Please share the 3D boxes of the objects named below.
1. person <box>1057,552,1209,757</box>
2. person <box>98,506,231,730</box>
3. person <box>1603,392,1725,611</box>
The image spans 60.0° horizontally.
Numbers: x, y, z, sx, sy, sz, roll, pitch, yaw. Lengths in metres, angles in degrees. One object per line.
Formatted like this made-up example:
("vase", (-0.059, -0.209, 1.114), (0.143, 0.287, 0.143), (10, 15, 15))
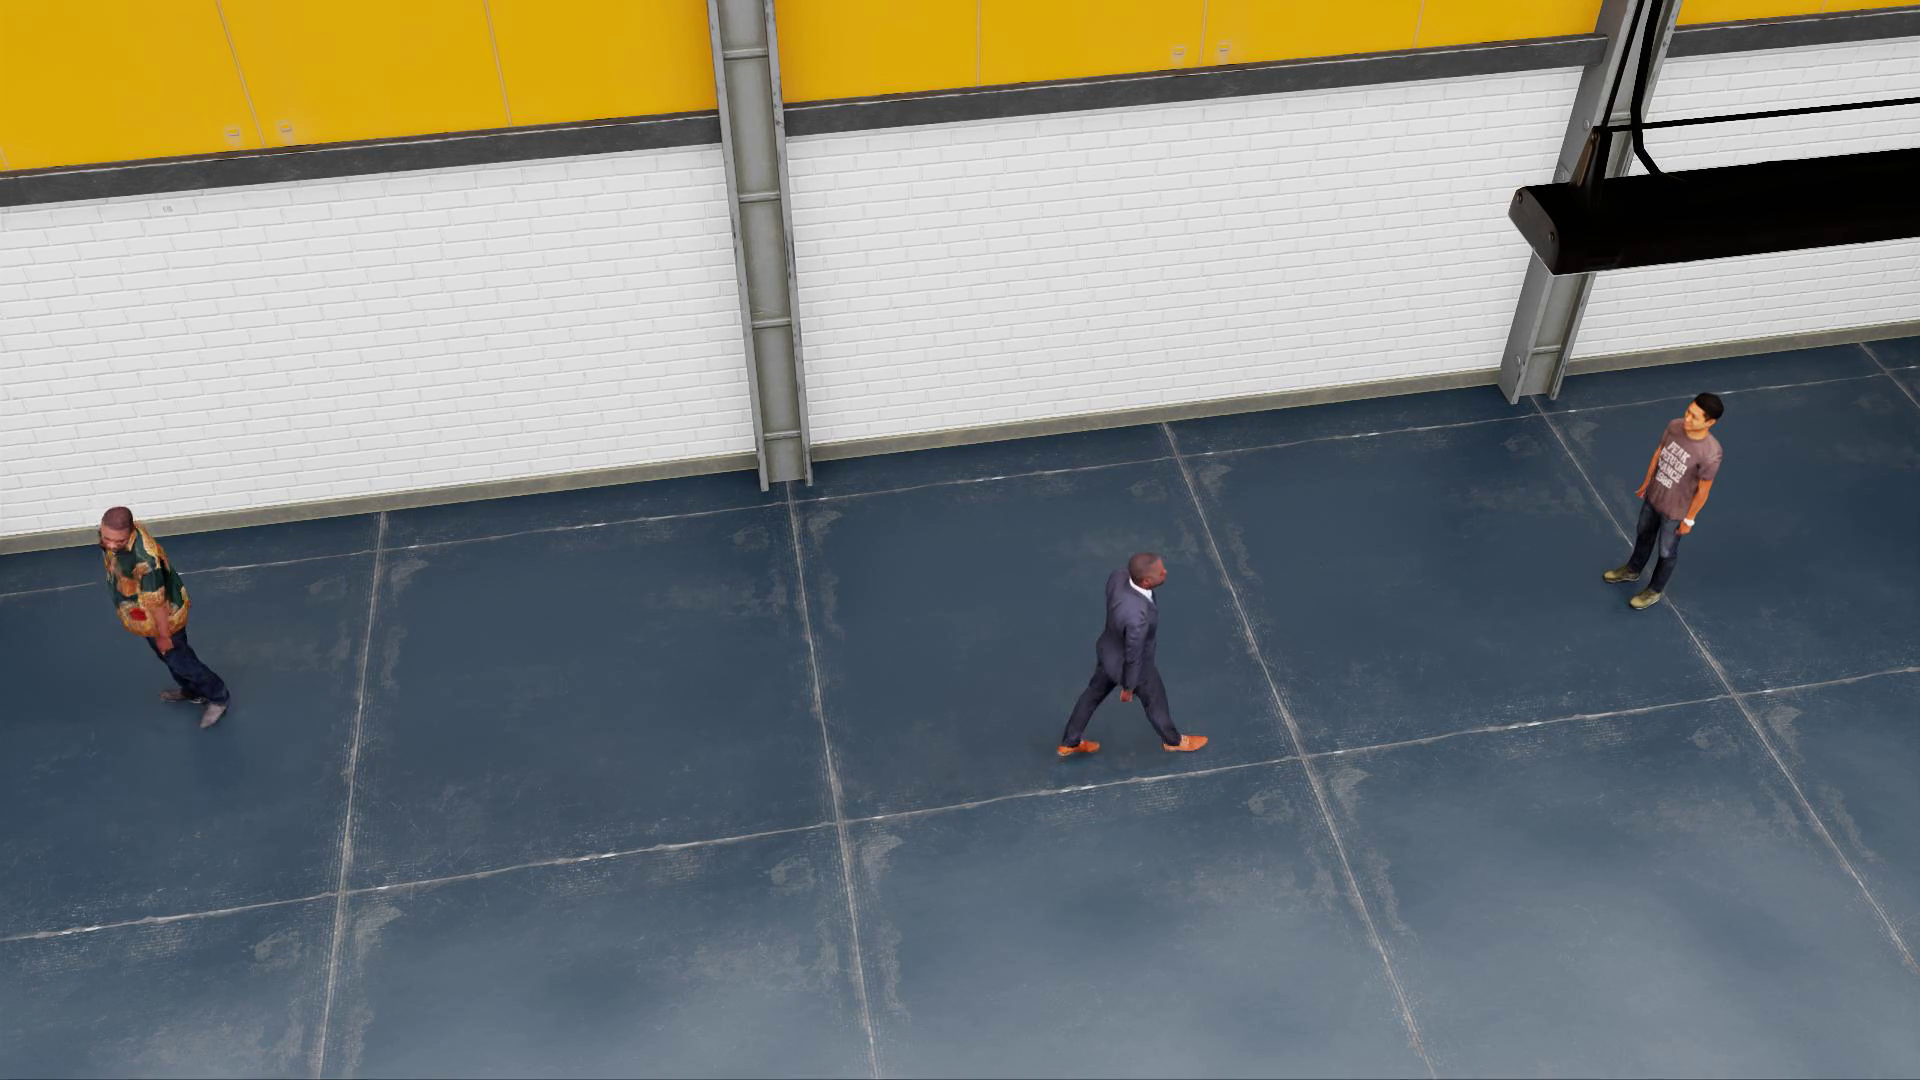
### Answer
("person", (0.936, 0.743, 10.088), (1.186, 1.781, 0.727), (-8, 44, -9))
("person", (-5.060, 0.421, 10.421), (0.859, 1.789, 0.840), (-20, 47, -20))
("person", (4.788, -0.275, 11.159), (0.608, 1.778, 0.673), (-15, 46, -15))
